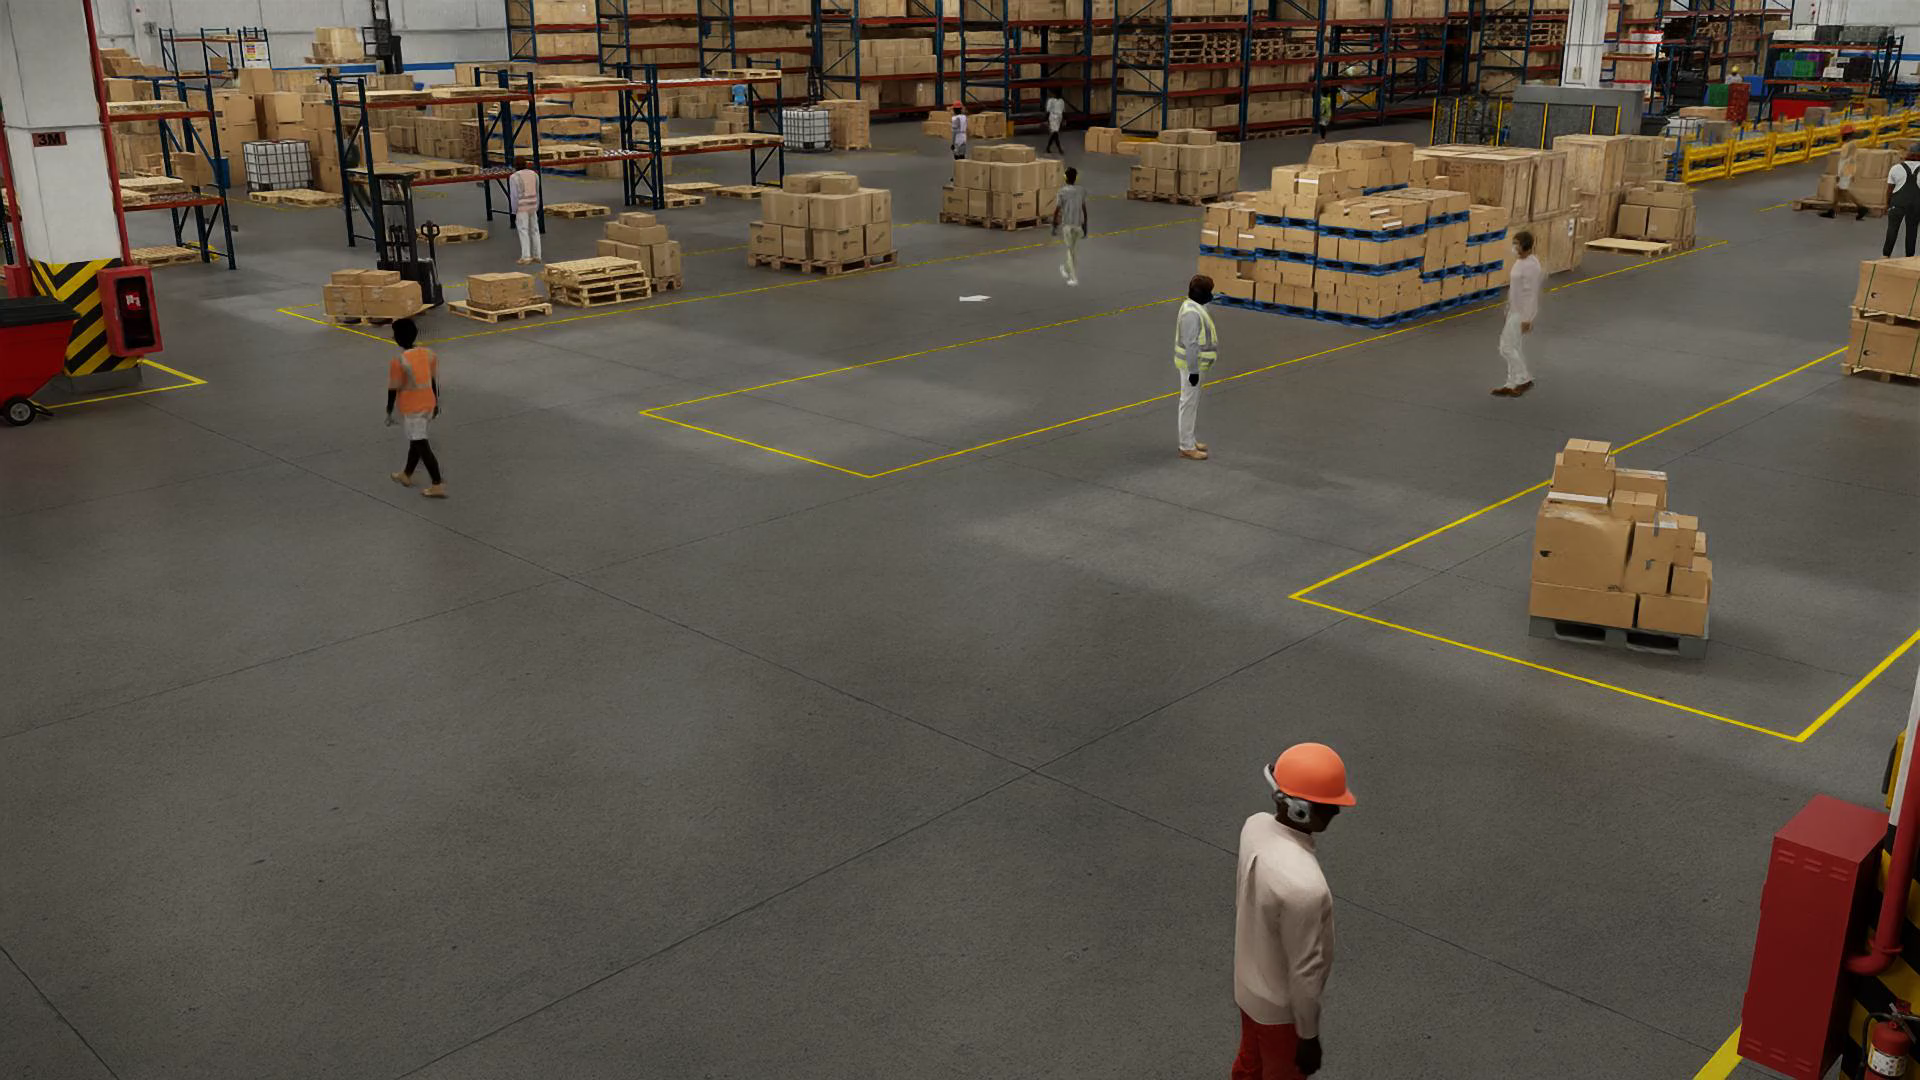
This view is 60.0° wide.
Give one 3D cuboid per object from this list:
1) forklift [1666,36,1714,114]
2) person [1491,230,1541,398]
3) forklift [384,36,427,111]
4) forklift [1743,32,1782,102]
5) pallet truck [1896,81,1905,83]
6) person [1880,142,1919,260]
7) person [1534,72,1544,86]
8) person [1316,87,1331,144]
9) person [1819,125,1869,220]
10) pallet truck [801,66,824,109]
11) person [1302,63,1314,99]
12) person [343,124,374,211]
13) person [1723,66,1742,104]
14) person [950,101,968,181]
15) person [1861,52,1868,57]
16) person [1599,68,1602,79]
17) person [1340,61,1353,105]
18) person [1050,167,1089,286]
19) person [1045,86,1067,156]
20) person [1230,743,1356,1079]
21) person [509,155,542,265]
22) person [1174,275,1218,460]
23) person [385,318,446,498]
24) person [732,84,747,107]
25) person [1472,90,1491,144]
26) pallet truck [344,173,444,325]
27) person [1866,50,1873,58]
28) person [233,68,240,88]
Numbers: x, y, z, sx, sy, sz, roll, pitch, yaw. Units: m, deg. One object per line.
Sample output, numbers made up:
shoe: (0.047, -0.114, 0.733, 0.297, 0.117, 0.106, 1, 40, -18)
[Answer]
forklift: (27.341, -17.291, 61.877, 1.129, 2.768, 1.873, 17, 25, 41)
person: (6.359, -2.563, 18.991, 0.430, 1.928, 0.660, 2, 18, 6)
forklift: (-21.396, -17.657, 62.978, 1.129, 2.768, 1.873, 17, 25, 41)
forklift: (33.219, -19.305, 67.945, 1.873, 2.768, 1.129, 17, 25, 41)
pallet truck: (34.802, -16.331, 61.455, 0.653, 1.274, 1.630, 17, 25, 41)
person: (16.265, -5.807, 28.590, 0.682, 2.000, 0.537, 8, 20, 23)
person: (21.052, -16.135, 60.357, 0.583, 1.611, 0.533, -3, 19, -10)
person: (10.992, -12.839, 50.329, 0.421, 1.678, 0.582, -2, 18, -6)
person: (18.118, -7.477, 33.848, 0.860, 1.900, 0.568, 17, 25, 41)
pallet truck: (-4.812, -15.182, 56.903, 0.823, 1.965, 1.885, -9, 21, -26)
person: (13.318, -17.247, 63.365, 0.650, 1.856, 0.998, -1, 18, -4)
person: (-12.664, -7.840, 35.074, 0.906, 1.806, 0.543, 1, 18, 2)
person: (28.408, -16.514, 61.189, 0.606, 1.819, 0.561, 15, 24, 38)
person: (-0.044, -9.730, 40.596, 0.394, 1.929, 0.539, 12, 22, 32)
person: (38.782, -20.059, 71.751, 0.690, 1.906, 0.407, -15, 23, -37)
person: (22.275, -15.530, 58.118, 0.636, 1.900, 0.400, 16, 24, 39)
person: (15.583, -18.439, 67.003, 0.570, 1.812, 0.436, -13, 22, -34)
person: (1.717, -5.011, 26.533, 0.540, 1.815, 1.003, -6, 19, -17)
person: (2.721, -11.811, 46.897, 0.626, 1.896, 1.049, -14, 23, -36)
person: (1.204, 1.672, 6.142, 0.391, 1.987, 0.608, -3, 19, -9)
person: (-7.417, -5.611, 28.314, 0.428, 1.839, 0.631, 11, 21, 30)
person: (2.359, -1.736, 16.647, 0.429, 1.838, 0.621, 3, 19, 9)
person: (-5.098, -1.225, 15.372, 0.778, 1.650, 0.541, 7, 20, 21)
person: (-7.477, -14.883, 56.470, 0.532, 1.698, 0.319, -7, 20, -21)
person: (15.529, -12.526, 49.391, 0.669, 1.676, 0.533, -15, 23, -37)
pallet truck: (-8.209, -4.181, 23.757, 0.823, 1.965, 1.885, 3, 19, 9)
person: (45.329, -23.837, 83.095, 0.558, 1.926, 0.630, -14, 23, -35)
person: (-25.372, -15.671, 58.619, 0.632, 1.859, 0.998, 17, 25, 41)
